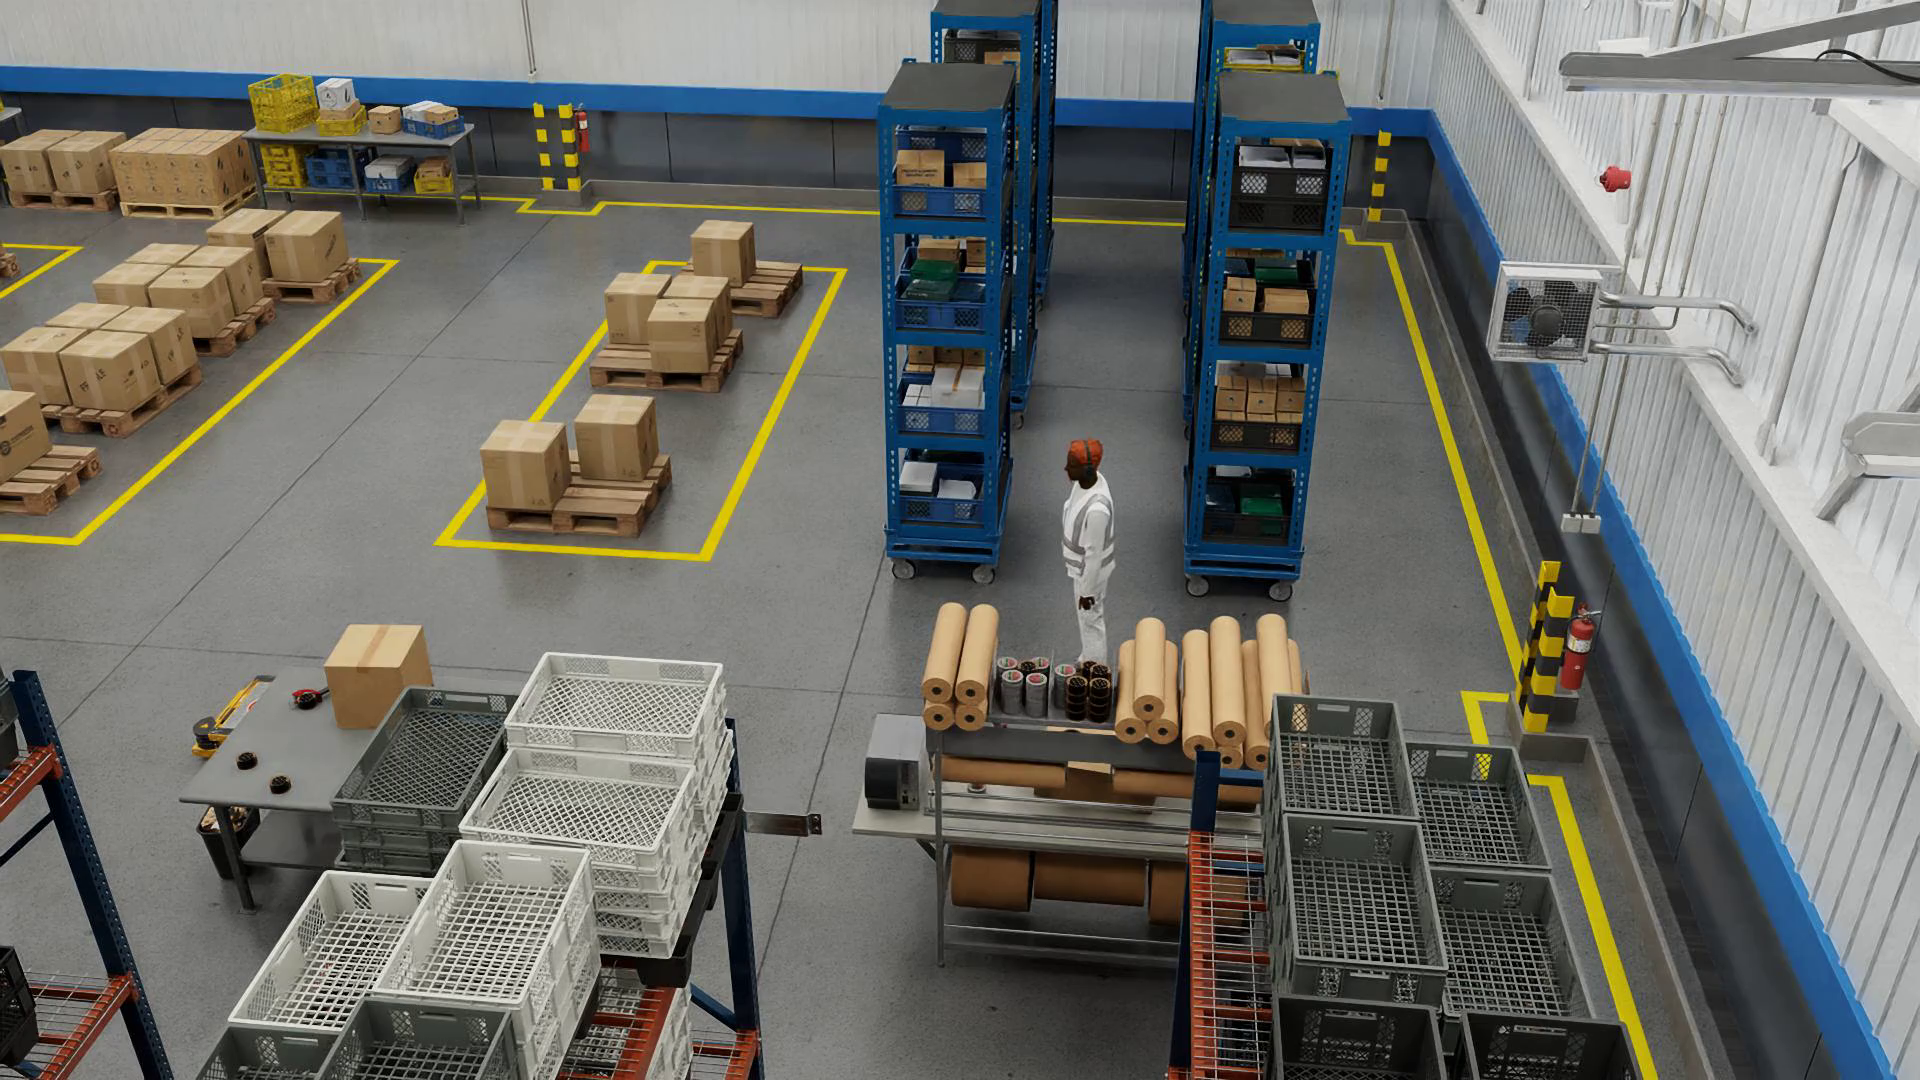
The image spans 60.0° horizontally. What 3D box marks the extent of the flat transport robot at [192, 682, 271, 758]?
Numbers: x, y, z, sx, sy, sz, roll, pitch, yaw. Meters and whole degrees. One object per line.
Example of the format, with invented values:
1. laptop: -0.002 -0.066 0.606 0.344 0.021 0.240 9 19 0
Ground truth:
1. flat transport robot: -4.089 1.163 10.648 1.431 0.197 0.652 3 30 6

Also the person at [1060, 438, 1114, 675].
1. person: 0.821 0.188 10.762 0.346 1.876 0.565 -1 30 -2
